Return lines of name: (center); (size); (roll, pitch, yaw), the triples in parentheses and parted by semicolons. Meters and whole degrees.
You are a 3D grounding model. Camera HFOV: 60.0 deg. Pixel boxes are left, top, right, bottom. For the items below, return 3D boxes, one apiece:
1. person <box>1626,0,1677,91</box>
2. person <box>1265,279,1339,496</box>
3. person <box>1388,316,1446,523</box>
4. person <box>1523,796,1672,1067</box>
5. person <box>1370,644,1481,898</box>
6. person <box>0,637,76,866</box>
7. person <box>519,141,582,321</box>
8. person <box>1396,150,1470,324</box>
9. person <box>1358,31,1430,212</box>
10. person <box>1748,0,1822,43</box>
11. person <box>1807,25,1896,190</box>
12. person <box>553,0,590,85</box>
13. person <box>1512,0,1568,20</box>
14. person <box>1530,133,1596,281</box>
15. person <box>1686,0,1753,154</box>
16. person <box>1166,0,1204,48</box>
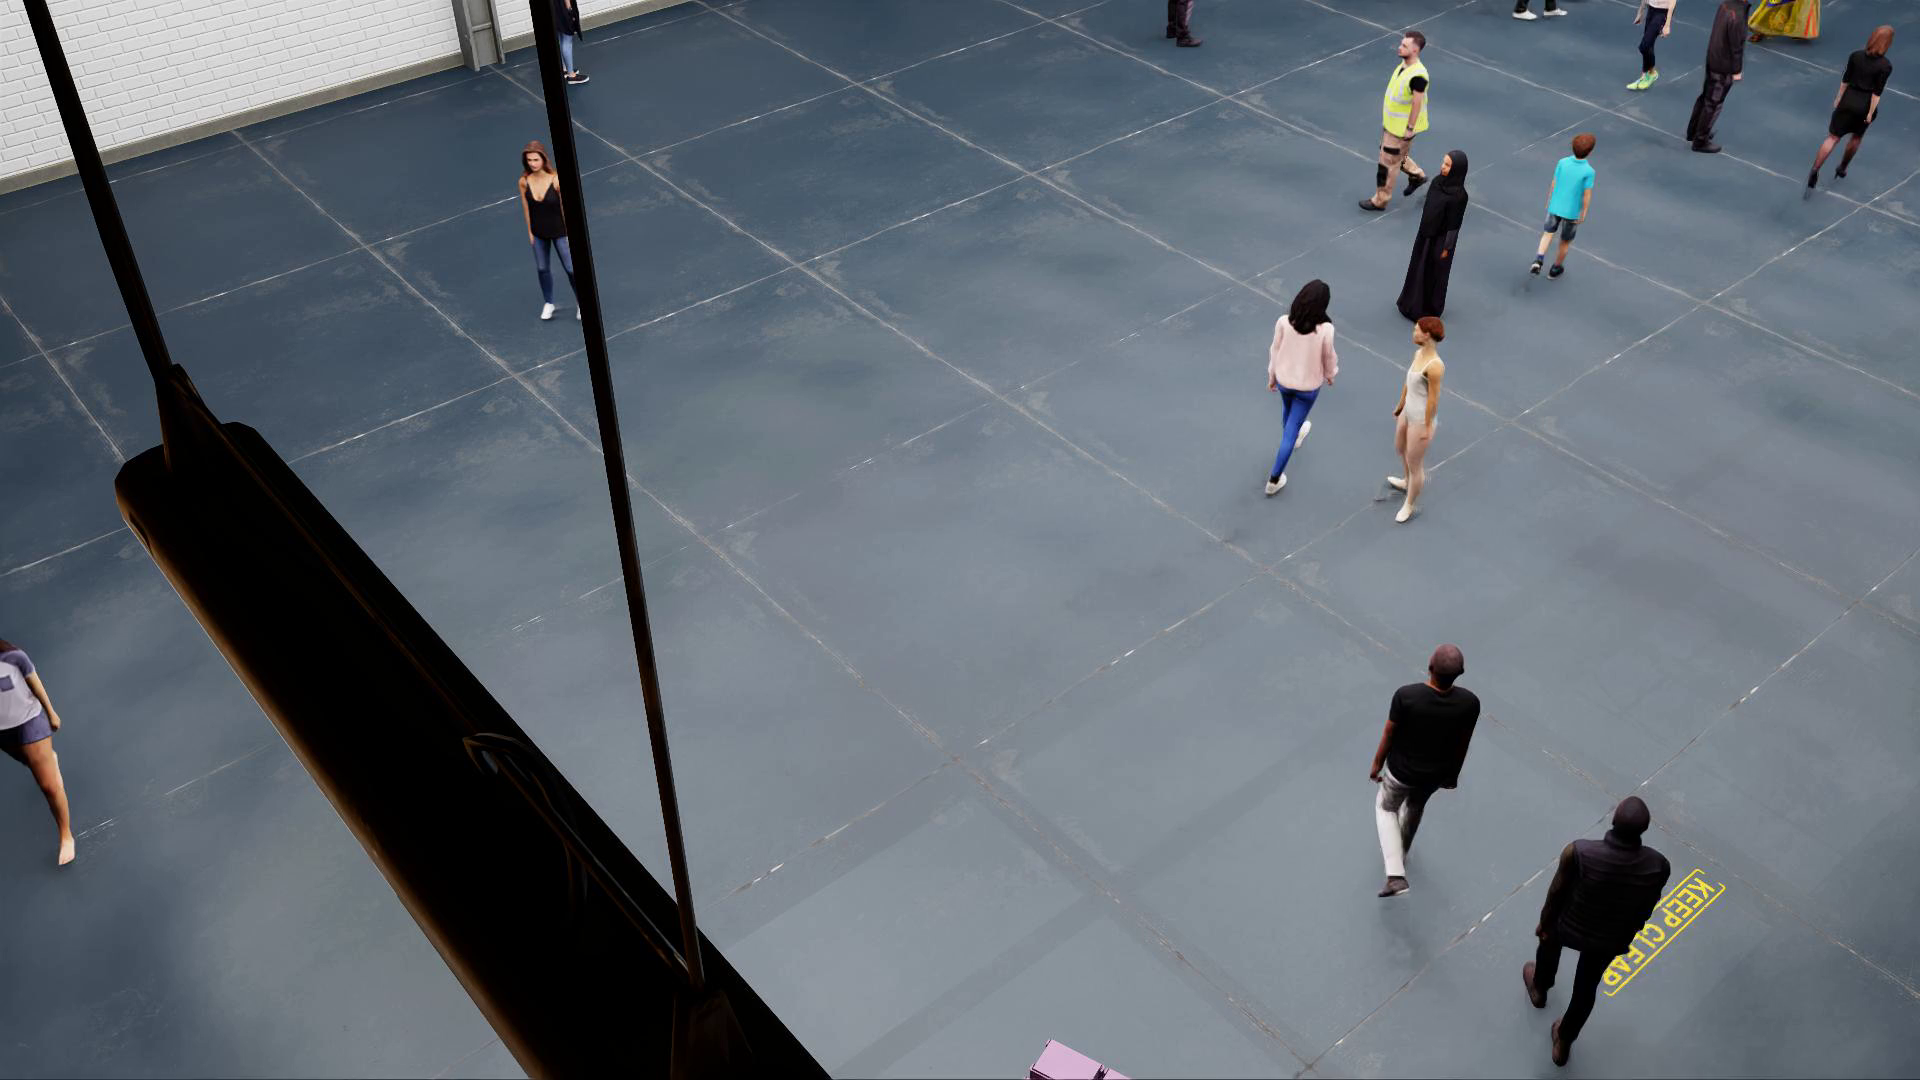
person: (7.860, -5.851, 18.564); (0.754, 1.696, 0.735); (-10, 40, -12)
person: (2.524, -1.107, 12.606); (0.825, 1.719, 1.170); (24, 44, 27)
person: (3.443, -0.895, 12.411); (0.720, 1.631, 0.743); (-13, 40, -16)
person: (3.250, 2.062, 8.559); (0.964, 1.817, 1.034); (8, 39, 9)
person: (2.611, 1.355, 9.469); (1.034, 1.786, 1.081); (2, 39, 2)
person: (-5.616, 1.058, 9.914); (1.147, 1.696, 0.929); (-12, 40, -15)
person: (-3.600, -2.723, 14.629); (0.642, 1.719, 0.705); (3, 39, 3)
person: (4.215, -2.683, 14.664); (0.686, 1.614, 0.671); (-13, 41, -16)
person: (4.365, -4.093, 16.254); (1.092, 1.832, 1.006); (-1, 39, -1)
person: (9.974, -6.678, 19.670); (1.320, 1.608, 0.883); (-22, 44, -26)
person: (8.889, -4.279, 16.615); (1.019, 1.672, 0.591); (-29, 47, -31)
person: (-4.513, -6.002, 18.764); (0.588, 1.682, 0.650); (-22, 44, -25)
person: (7.047, -7.192, 20.174); (0.992, 1.784, 0.968); (10, 40, 13)
person: (5.521, -3.031, 15.238); (0.588, 1.441, 0.701); (28, 46, 30)
person: (7.925, -4.964, 17.339); (0.856, 1.838, 0.800); (3, 39, 3)
person: (2.677, -6.816, 19.597); (0.755, 1.915, 0.774); (-8, 39, -10)
